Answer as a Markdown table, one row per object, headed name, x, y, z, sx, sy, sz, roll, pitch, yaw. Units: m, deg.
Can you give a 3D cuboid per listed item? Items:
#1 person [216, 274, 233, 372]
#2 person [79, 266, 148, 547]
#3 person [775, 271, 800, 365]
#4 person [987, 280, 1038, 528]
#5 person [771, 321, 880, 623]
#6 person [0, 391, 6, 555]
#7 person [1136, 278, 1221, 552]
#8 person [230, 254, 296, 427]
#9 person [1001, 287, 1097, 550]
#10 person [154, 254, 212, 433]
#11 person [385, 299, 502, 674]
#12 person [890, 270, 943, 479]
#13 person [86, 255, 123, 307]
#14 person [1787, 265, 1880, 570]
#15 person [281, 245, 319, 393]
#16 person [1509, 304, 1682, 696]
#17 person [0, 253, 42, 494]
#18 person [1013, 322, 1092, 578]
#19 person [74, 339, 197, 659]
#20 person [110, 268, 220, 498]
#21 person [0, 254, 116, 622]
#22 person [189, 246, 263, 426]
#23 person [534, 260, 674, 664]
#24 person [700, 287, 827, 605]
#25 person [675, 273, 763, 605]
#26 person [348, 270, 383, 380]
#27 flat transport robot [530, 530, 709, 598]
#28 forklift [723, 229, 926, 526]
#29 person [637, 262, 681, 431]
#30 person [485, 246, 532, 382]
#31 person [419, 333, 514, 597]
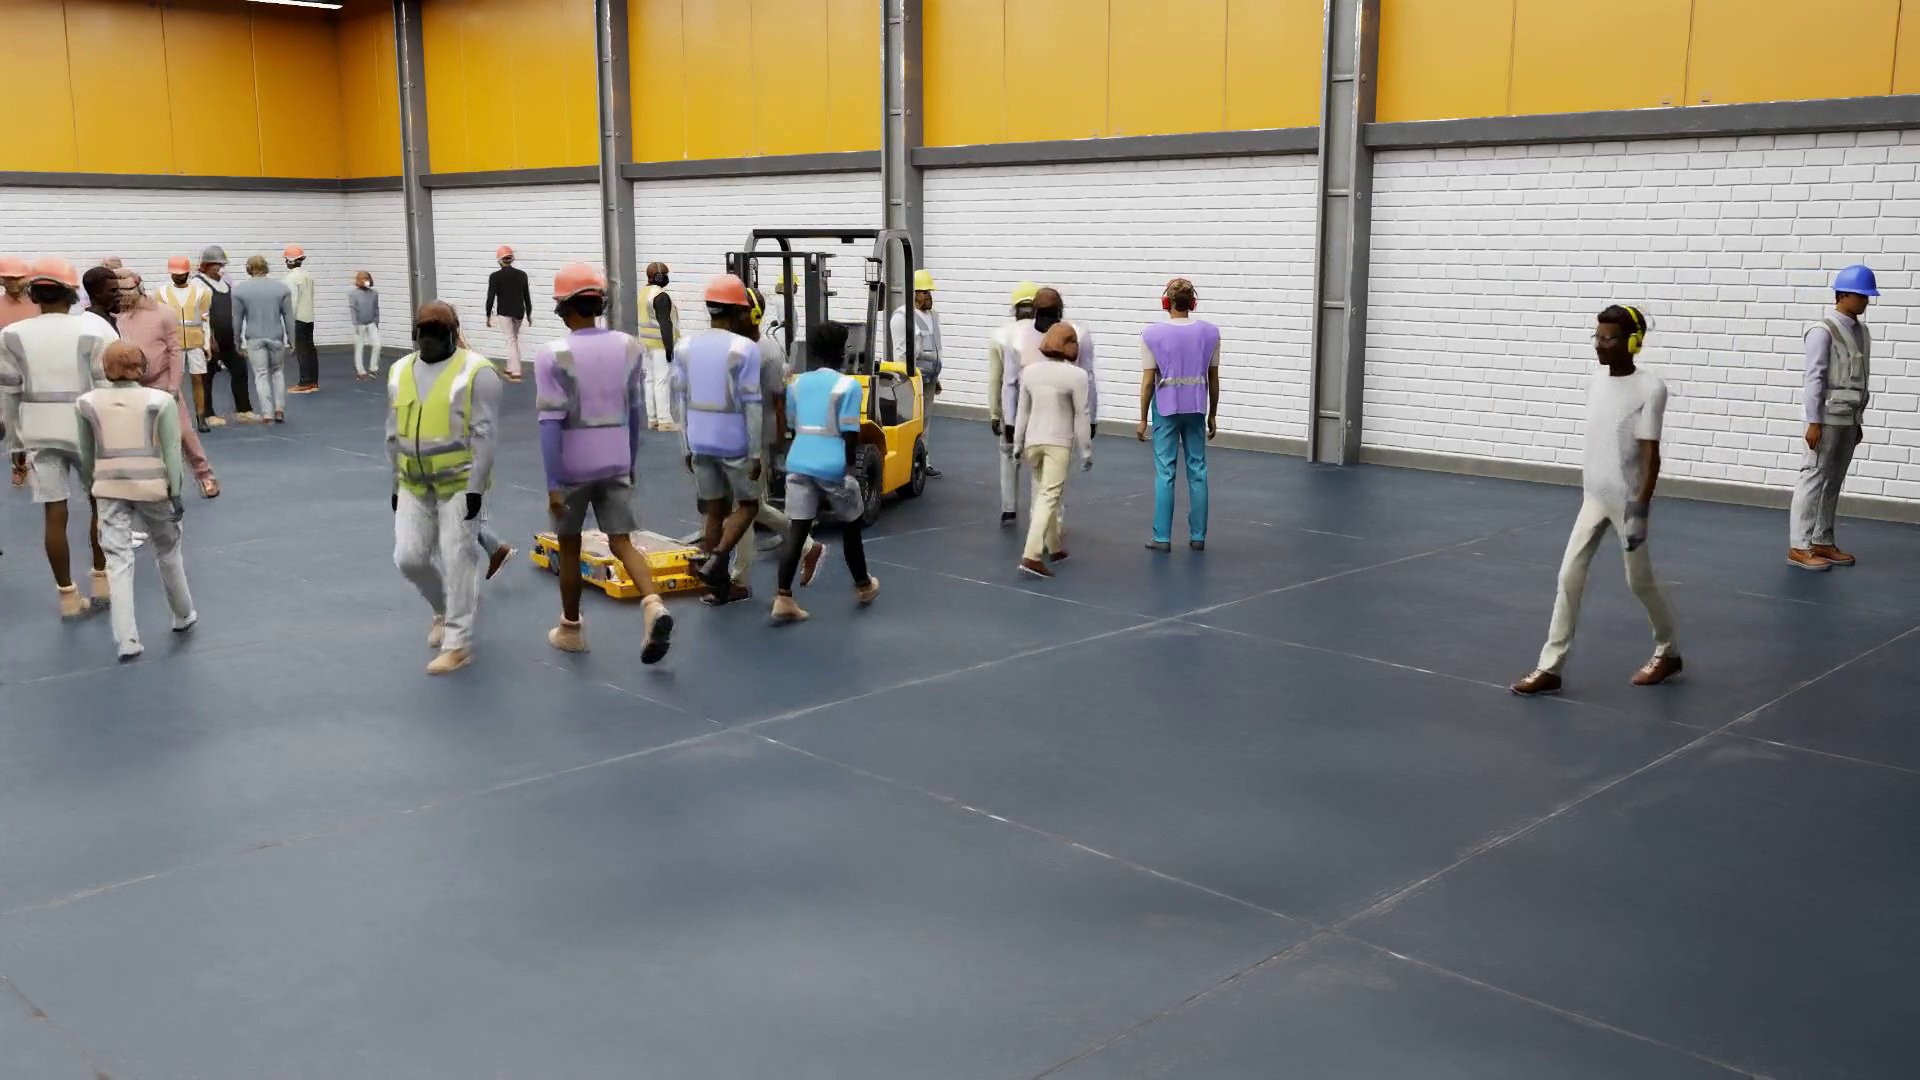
| name | x | y | z | sx | sy | sz | roll | pitch | yaw |
| --- | --- | --- | --- | --- | --- | --- | --- | --- | --- |
| person | -11.764 | -3.606 | 26.241 | 0.604 | 1.883 | 0.979 | -5 | 12 | -26 |
| person | -5.880 | -0.908 | 11.427 | 0.397 | 1.919 | 0.590 | -3 | 11 | -17 |
| person | -1.951 | -2.194 | 18.920 | 0.300 | 1.745 | 0.483 | -1 | 10 | -6 |
| person | 0.485 | -0.955 | 11.995 | 0.594 | 1.809 | 0.655 | 0 | 10 | -2 |
| person | -0.750 | -0.384 | 9.265 | 0.557 | 1.643 | 0.890 | 6 | 12 | 31 |
| person | -6.729 | -0.829 | 11.089 | 0.594 | 1.892 | 0.649 | 7 | 13 | 35 |
| person | 1.474 | -0.830 | 11.199 | 0.563 | 1.848 | 0.389 | -2 | 11 | -11 |
| person | -7.843 | -2.242 | 18.714 | 0.651 | 1.910 | 0.674 | -6 | 12 | -31 |
| person | 0.597 | -0.834 | 11.401 | 0.635 | 1.776 | 0.959 | 4 | 11 | 19 |
| person | -8.360 | -2.106 | 17.937 | 0.542 | 1.928 | 0.374 | -5 | 12 | -27 |
| person | -2.559 | -0.270 | 8.212 | 0.639 | 1.823 | 0.509 | 3 | 11 | 15 |
| person | -0.352 | -1.424 | 14.470 | 0.404 | 1.835 | 0.587 | 7 | 13 | 35 |
| person | -10.134 | -2.470 | 20.019 | 0.421 | 1.887 | 0.650 | 5 | 12 | 27 |
| person | 5.620 | -0.782 | 10.671 | 0.615 | 1.942 | 0.407 | -8 | 13 | -36 |
| person | -8.968 | -2.992 | 22.582 | 0.379 | 1.996 | 0.611 | 1 | 10 | 4 |
| person | 3.065 | -0.179 | 7.732 | 0.967 | 1.827 | 0.538 | -4 | 11 | -23 |
| person | -7.725 | -1.361 | 13.723 | 0.632 | 1.977 | 0.454 | -5 | 11 | -24 |
| person | 0.555 | -0.579 | 10.542 | 0.533 | 1.588 | 0.788 | 7 | 13 | 34 |
| person | -4.258 | -0.229 | 8.606 | 0.510 | 1.596 | 0.866 | -3 | 11 | -14 |
| person | -6.479 | -1.224 | 13.314 | 0.844 | 1.871 | 0.543 | -2 | 11 | -10 |
| person | -4.999 | -0.575 | 9.337 | 0.643 | 2.018 | 0.694 | -2 | 11 | -13 |
| person | -8.243 | -2.284 | 18.597 | 0.765 | 2.000 | 0.690 | 2 | 11 | 13 |
| person | -1.799 | -0.372 | 8.264 | 0.610 | 2.021 | 0.908 | -9 | 14 | -40 |
| person | -1.158 | -0.567 | 9.765 | 0.840 | 1.843 | 0.527 | -7 | 13 | -35 |
| person | -1.379 | -0.553 | 9.499 | 0.549 | 1.913 | 0.523 | 4 | 11 | 22 |
| person | -8.738 | -3.148 | 24.477 | 0.496 | 1.618 | 0.507 | 9 | 14 | 40 |
| flat transport robot | -2.107 | 0.112 | 10.362 | 0.652 | 0.197 | 1.431 | -7 | 13 | -34 |
| forklift | -1.050 | -1.319 | 12.920 | 1.214 | 2.155 | 2.313 | 2 | 11 | 13 |
| person | -3.281 | -2.117 | 18.230 | 0.429 | 1.845 | 0.627 | -7 | 12 | -32 |
| person | -6.693 | -3.319 | 24.442 | 0.653 | 1.960 | 0.889 | -10 | 14 | -44 |
| person | -2.977 | -0.470 | 9.868 | 0.478 | 1.621 | 0.514 | -3 | 11 | -15 |
